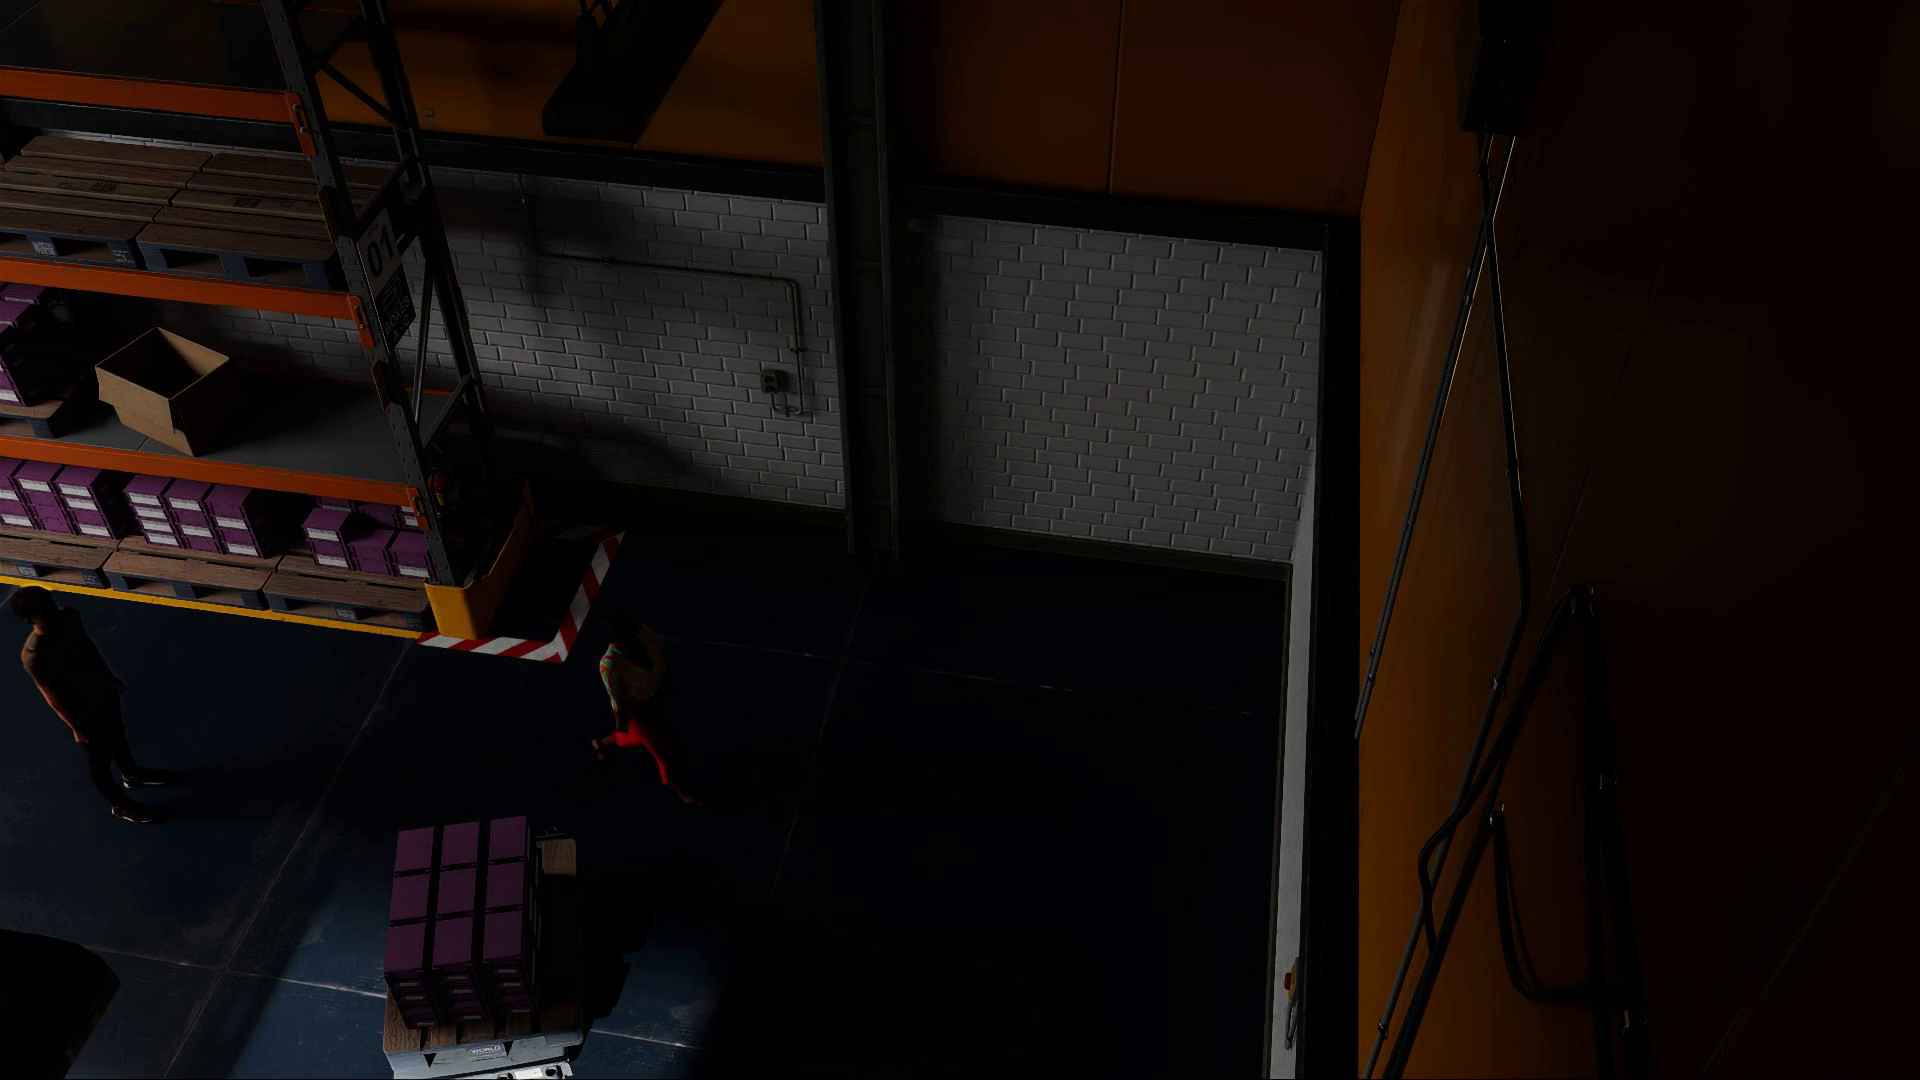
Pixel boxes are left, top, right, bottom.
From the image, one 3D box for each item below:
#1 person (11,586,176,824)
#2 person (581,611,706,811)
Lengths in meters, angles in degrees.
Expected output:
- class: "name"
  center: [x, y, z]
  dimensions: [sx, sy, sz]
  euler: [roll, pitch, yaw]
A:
- class: "person"
  center: [-5.229, 0.953, 9.939]
  dimensions: [0.605, 1.852, 0.686]
  euler: [1, 44, 1]
- class: "person"
  center: [-1.980, 0.991, 9.971]
  dimensions: [1.109, 1.754, 0.743]
  euler: [13, 45, 13]
